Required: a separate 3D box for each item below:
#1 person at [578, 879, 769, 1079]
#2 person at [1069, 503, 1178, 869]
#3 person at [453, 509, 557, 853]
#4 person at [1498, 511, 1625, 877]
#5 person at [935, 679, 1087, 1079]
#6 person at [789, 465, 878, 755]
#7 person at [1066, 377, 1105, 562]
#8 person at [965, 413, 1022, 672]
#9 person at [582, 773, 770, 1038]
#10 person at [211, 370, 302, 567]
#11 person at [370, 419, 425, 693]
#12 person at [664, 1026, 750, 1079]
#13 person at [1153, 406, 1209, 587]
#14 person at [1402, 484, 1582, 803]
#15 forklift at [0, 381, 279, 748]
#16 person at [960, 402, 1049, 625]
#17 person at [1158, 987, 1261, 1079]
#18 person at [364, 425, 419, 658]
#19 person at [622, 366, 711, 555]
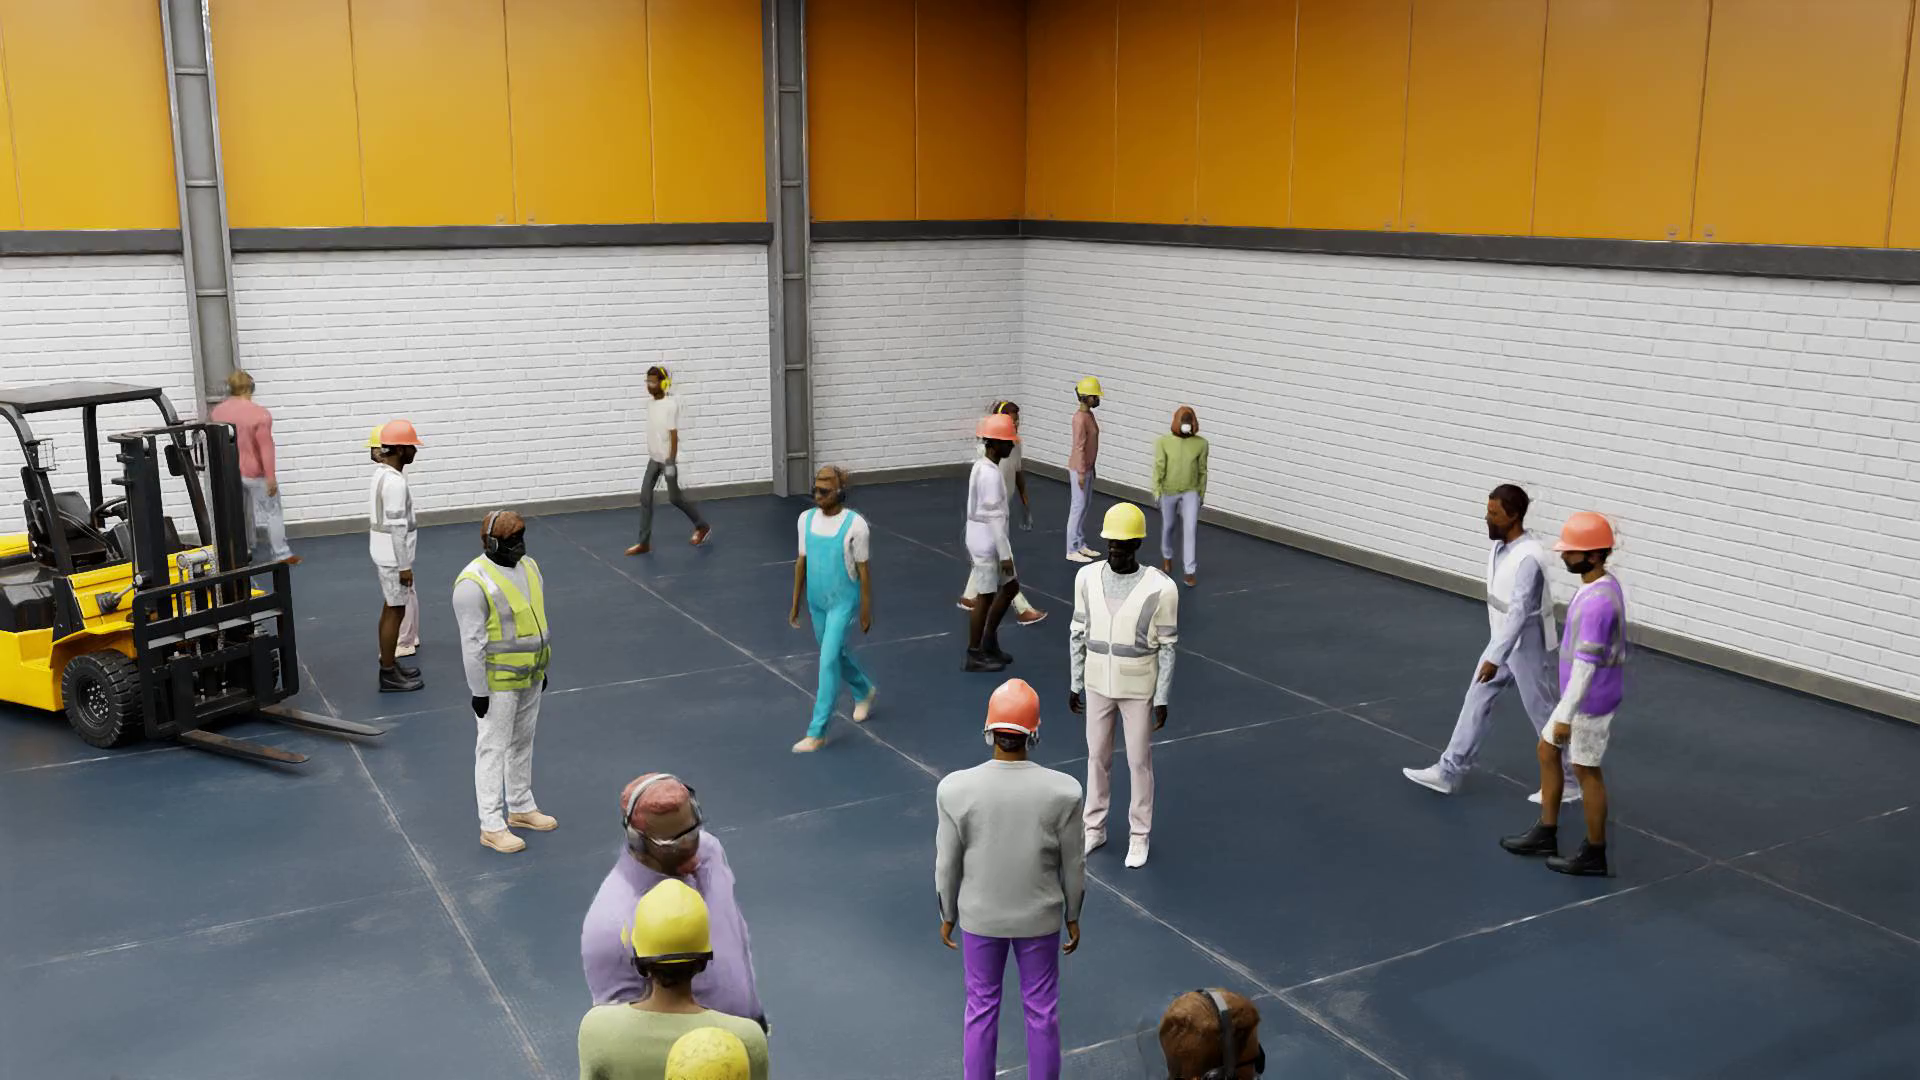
[{"bbox_3d":[-0.735,1.745,4.421,0.533,1.772,0.296,2,12,8],"label":"person"},{"bbox_3d":[0.838,0.752,8.696,0.585,1.930,0.357,6,13,26],"label":"person"},{"bbox_3d":[-2.424,0.739,8.969,0.429,1.841,0.634,4,13,19],"label":"person"},{"bbox_3d":[3.070,0.793,8.520,0.686,1.919,0.576,4,13,18],"label":"person"},{"bbox_3d":[0.190,1.371,6.212,0.565,1.751,0.330,0,12,1],"label":"person"},{"bbox_3d":[-0.792,0.393,10.680,0.523,1.817,0.920,8,14,32],"label":"person"},{"bbox_3d":[1.195,-0.668,15.765,0.335,1.757,0.517,3,12,13],"label":"person"},{"bbox_3d":[0.256,0.038,12.095,0.513,1.916,0.551,0,12,1],"label":"person"},{"bbox_3d":[-0.861,1.560,5.085,0.678,1.866,0.730,3,12,14],"label":"person"},{"bbox_3d":[-6.540,-0.606,15.176,0.639,1.899,0.945,4,13,19],"label":"person"},{"bbox_3d":[-3.961,0.105,11.767,0.429,1.924,0.557,-5,13,-23],"label":"person"},{"bbox_3d":[-0.559,1.900,3.762,0.487,1.741,0.313,-11,16,-42],"label":"person"},{"bbox_3d":[1.990,-0.432,15.053,0.501,1.593,0.862,0,12,2],"label":"person"},{"bbox_3d":[3.137,0.610,9.526,1.016,1.864,0.596,-1,12,-3],"label":"person"},{"bbox_3d":[-5.853,0.085,11.199,2.313,2.155,1.214,7,14,28],"label":"forklift"},{"bbox_3d":[0.357,-0.231,13.604,1.004,1.809,0.519,9,15,37],"label":"person"},{"bbox_3d":[0.522,1.861,3.846,1.050,1.783,0.536,-5,13,-22],"label":"person"},{"bbox_3d":[-4.289,0.010,12.564,0.311,1.769,0.525,-2,12,-8],"label":"person"},{"bbox_3d":[-2.860,-0.791,16.183,0.535,1.832,0.928,11,16,42],"label":"person"}]
